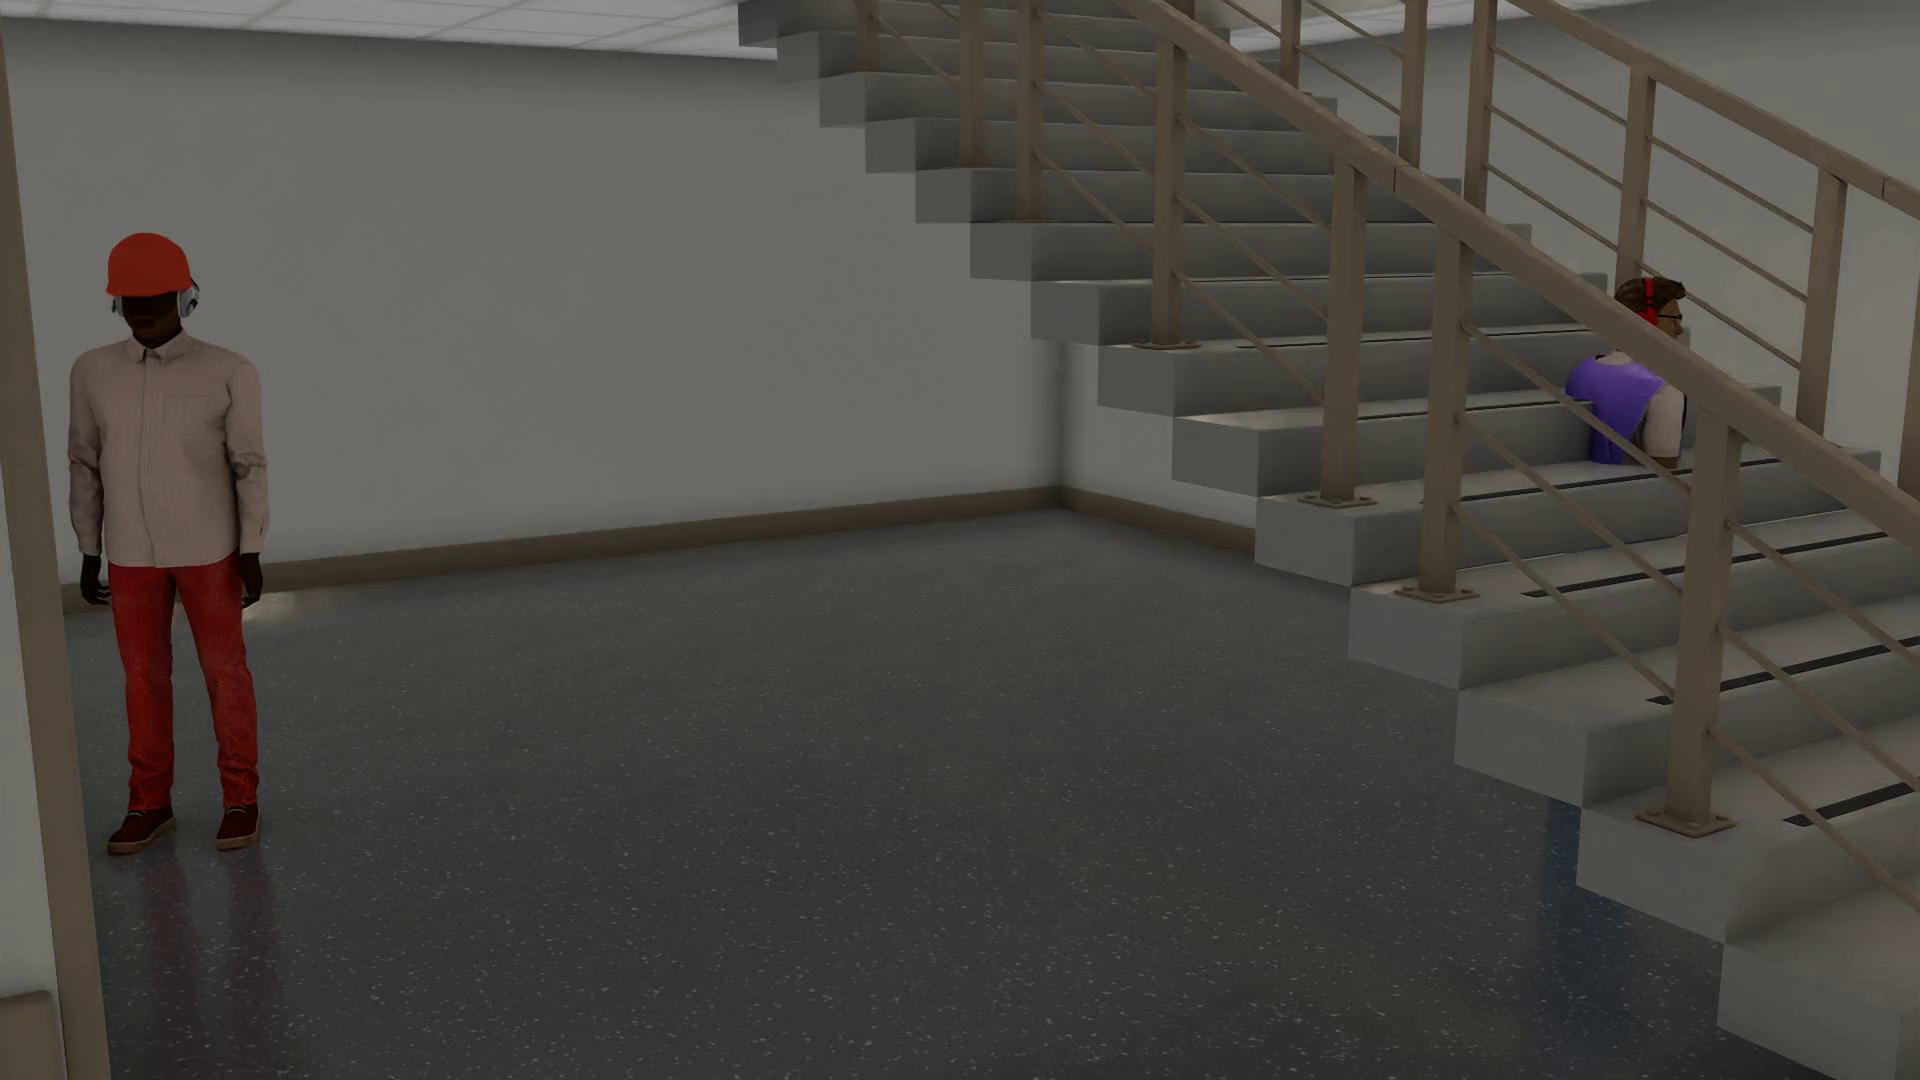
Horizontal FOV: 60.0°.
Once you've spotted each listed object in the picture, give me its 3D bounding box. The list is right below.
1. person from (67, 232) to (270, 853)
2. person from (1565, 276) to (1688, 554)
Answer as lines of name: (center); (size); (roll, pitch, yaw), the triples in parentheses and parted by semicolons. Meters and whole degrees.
person: (-2.539, 0.021, 5.358); (0.610, 1.993, 0.380); (-1, 11, -6)
person: (2.292, 0.008, 5.825); (0.373, 1.842, 0.576); (-3, 11, -14)
